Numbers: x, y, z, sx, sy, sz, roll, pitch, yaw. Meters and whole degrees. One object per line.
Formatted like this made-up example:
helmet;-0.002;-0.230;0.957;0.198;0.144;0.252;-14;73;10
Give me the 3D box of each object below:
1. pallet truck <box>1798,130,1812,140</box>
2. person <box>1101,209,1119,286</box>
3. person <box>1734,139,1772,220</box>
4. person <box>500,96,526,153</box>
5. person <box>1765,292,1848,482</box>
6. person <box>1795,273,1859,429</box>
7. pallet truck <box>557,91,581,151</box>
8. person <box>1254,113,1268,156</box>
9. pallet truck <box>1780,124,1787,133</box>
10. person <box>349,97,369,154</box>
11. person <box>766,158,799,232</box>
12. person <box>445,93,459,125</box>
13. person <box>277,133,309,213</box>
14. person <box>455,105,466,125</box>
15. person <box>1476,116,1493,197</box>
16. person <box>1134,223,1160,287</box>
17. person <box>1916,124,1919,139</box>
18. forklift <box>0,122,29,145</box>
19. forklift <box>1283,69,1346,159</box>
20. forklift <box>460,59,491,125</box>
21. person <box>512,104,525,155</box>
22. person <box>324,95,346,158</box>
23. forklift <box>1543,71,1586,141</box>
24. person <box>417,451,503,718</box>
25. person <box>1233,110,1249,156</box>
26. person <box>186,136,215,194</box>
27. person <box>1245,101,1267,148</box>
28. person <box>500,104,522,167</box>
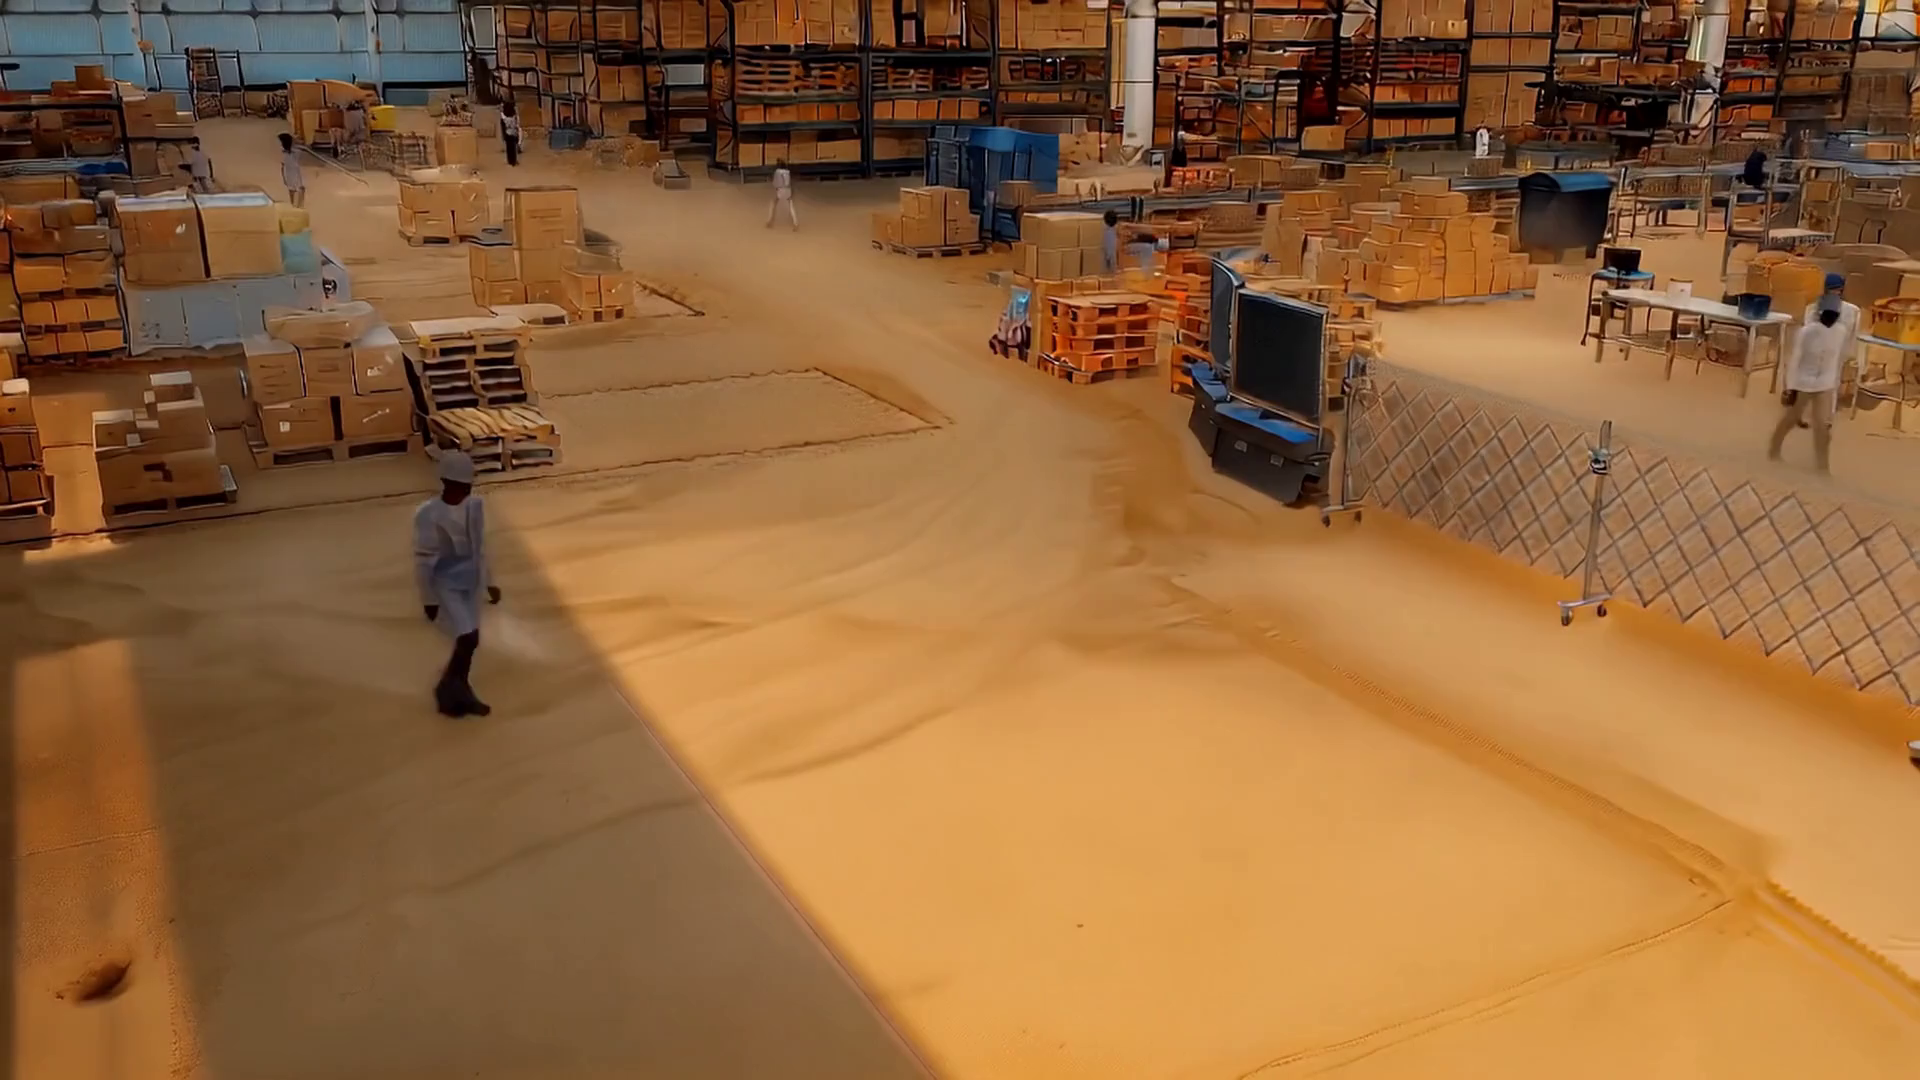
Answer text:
pallet truck;25.526;-11.556;49.408;1.630;1.274;0.653;-9;20;-26
person;2.403;-4.635;27.315;0.535;1.616;0.523;4;18;13
person;18.361;-8.304;38.372;0.878;1.861;0.640;6;19;19
person;-15.168;-14.027;56.176;0.952;1.888;0.618;-5;19;-16
person;8.953;-1.658;17.508;0.642;1.957;1.018;-3;18;-8
person;10.066;-2.183;19.348;0.595;1.825;0.404;5;19;16
pallet truck;-13.495;-14.412;57.188;0.823;1.965;1.885;-3;18;-9
person;8.372;-10.863;46.213;0.351;1.942;0.545;15;23;39
pallet truck;25.206;-12.542;52.601;1.601;1.201;0.680;0;18;-2
person;-19.881;-13.659;54.978;0.636;1.924;0.634;12;21;33
person;-3.893;-7.585;36.552;0.884;1.594;0.531;13;22;36
person;-17.703;-14.657;58.150;0.565;1.881;1.012;-14;22;-36
person;-15.805;-8.638;39.305;0.442;1.924;0.646;11;21;32
person;-16.580;-13.591;55.174;0.864;1.649;0.542;8;19;23
person;13.607;-9.962;43.236;0.369;2.048;0.607;-1;18;-3
person;2.821;-3.884;24.840;0.891;1.687;0.506;-1;18;-5
person;35.216;-15.485;60.534;0.609;1.996;0.383;-4;18;-12
forklift;-34.388;-15.480;59.095;1.873;2.768;1.129;-9;20;-26
forklift;11.615;-13.871;54.079;1.129;2.768;1.873;-9;20;-27
forklift;-18.558;-17.276;64.695;1.873;2.768;1.129;-9;20;-26
person;-14.816;-13.710;55.577;0.310;1.640;0.514;-15;23;-38
person;-20.518;-13.582;54.603;0.376;1.995;0.611;17;24;42
forklift;18.685;-13.231;52.085;1.873;2.768;1.129;-9;20;-26
person;-3.410;0.313;11.411;0.416;1.916;0.536;6;19;19
person;8.932;-12.882;52.980;0.543;1.651;0.807;1;18;2
person;-17.954;-8.574;39.261;0.574;1.826;0.868;-4;18;-11
person;10.261;-14.452;57.514;0.932;1.863;0.674;-7;19;-22
person;-13.867;-12.443;51.252;0.445;1.915;0.607;11;21;30
